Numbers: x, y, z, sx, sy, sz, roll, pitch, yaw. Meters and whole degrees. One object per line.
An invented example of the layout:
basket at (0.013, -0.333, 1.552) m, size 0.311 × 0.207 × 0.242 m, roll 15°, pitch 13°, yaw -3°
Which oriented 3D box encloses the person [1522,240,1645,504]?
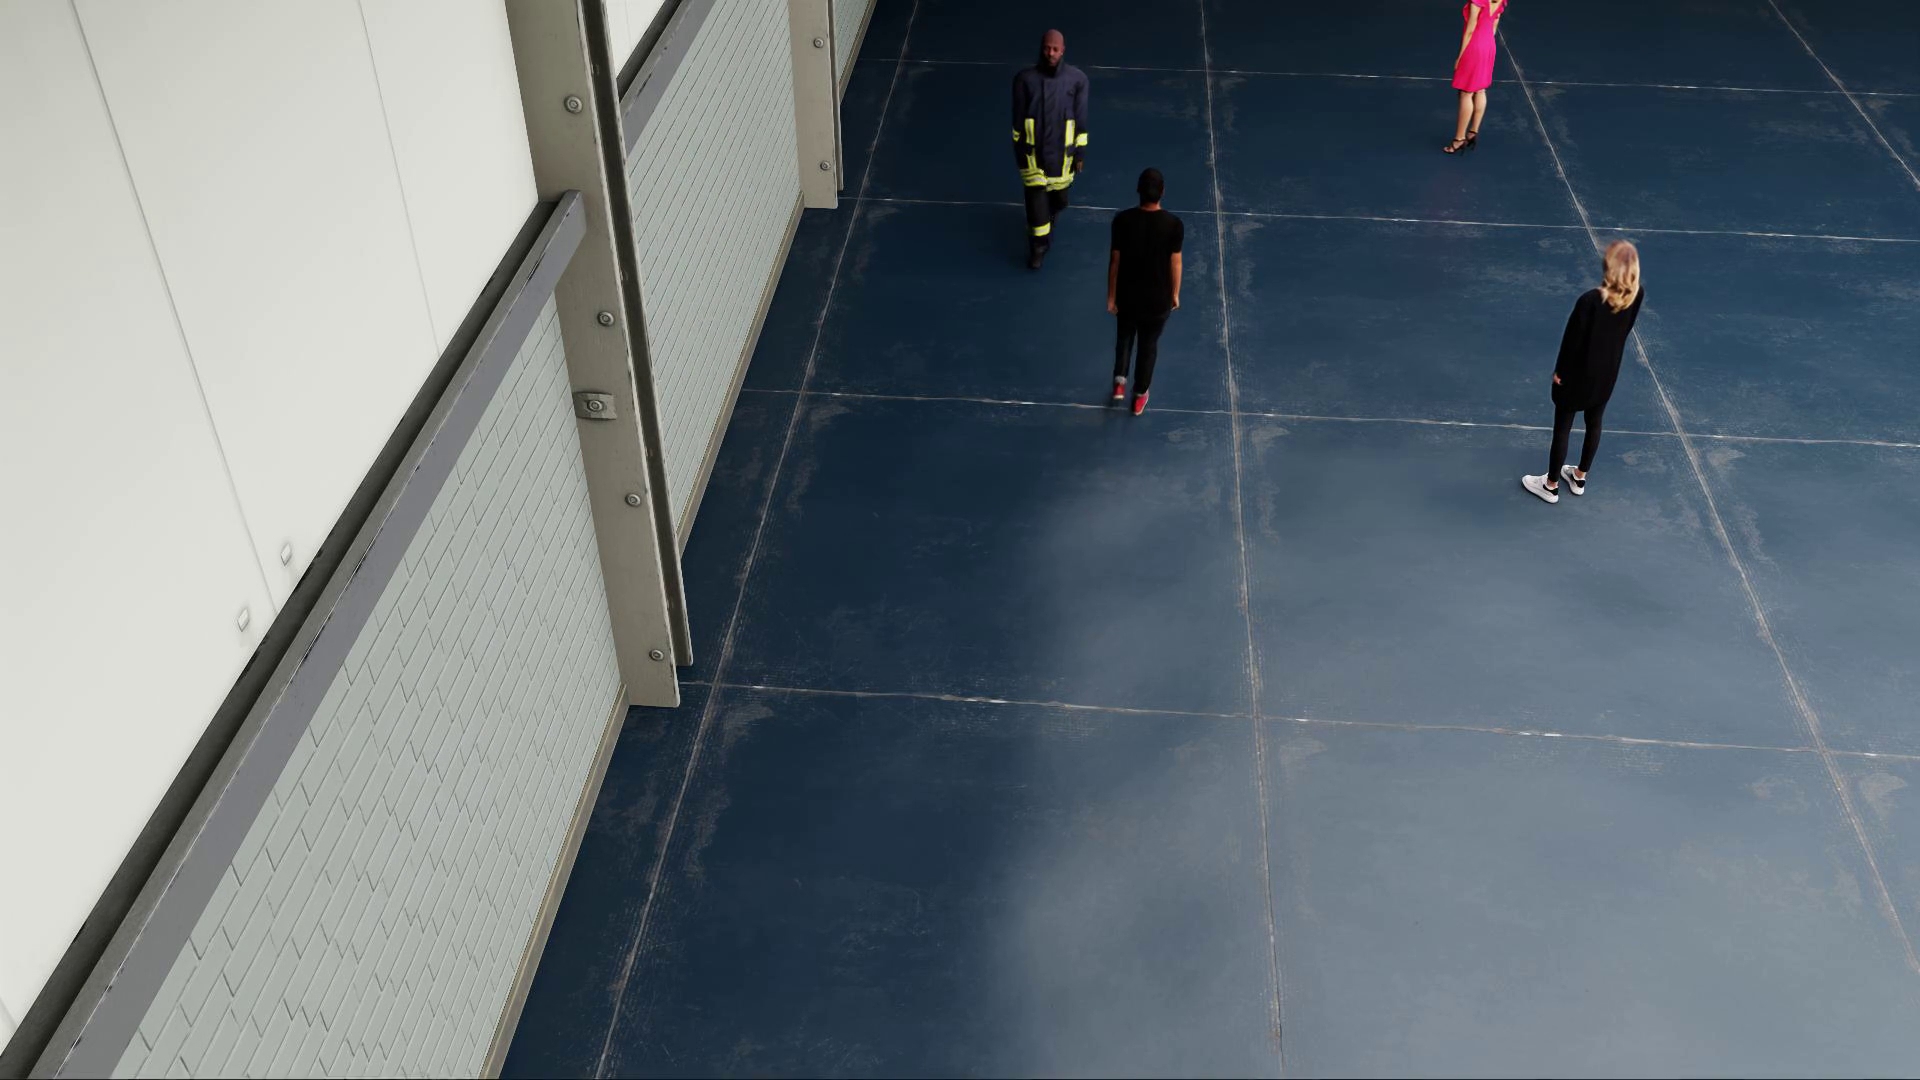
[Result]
person at (3.848, -1.024, 10.163) m, size 0.683 × 1.798 × 0.678 m, roll -13°, pitch 40°, yaw -16°

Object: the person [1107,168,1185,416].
person at (1.195, -1.570, 10.902) m, size 0.685 × 1.748 × 0.701 m, roll 11°, pitch 39°, yaw 13°

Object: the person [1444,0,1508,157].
person at (4.432, -4.151, 14.220) m, size 0.665 × 1.726 × 0.724 m, roll -27°, pitch 46°, yaw -30°

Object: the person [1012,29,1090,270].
person at (0.684, -3.057, 12.761) m, size 0.741 × 1.801 × 1.111 m, roll 2°, pitch 38°, yaw 3°
